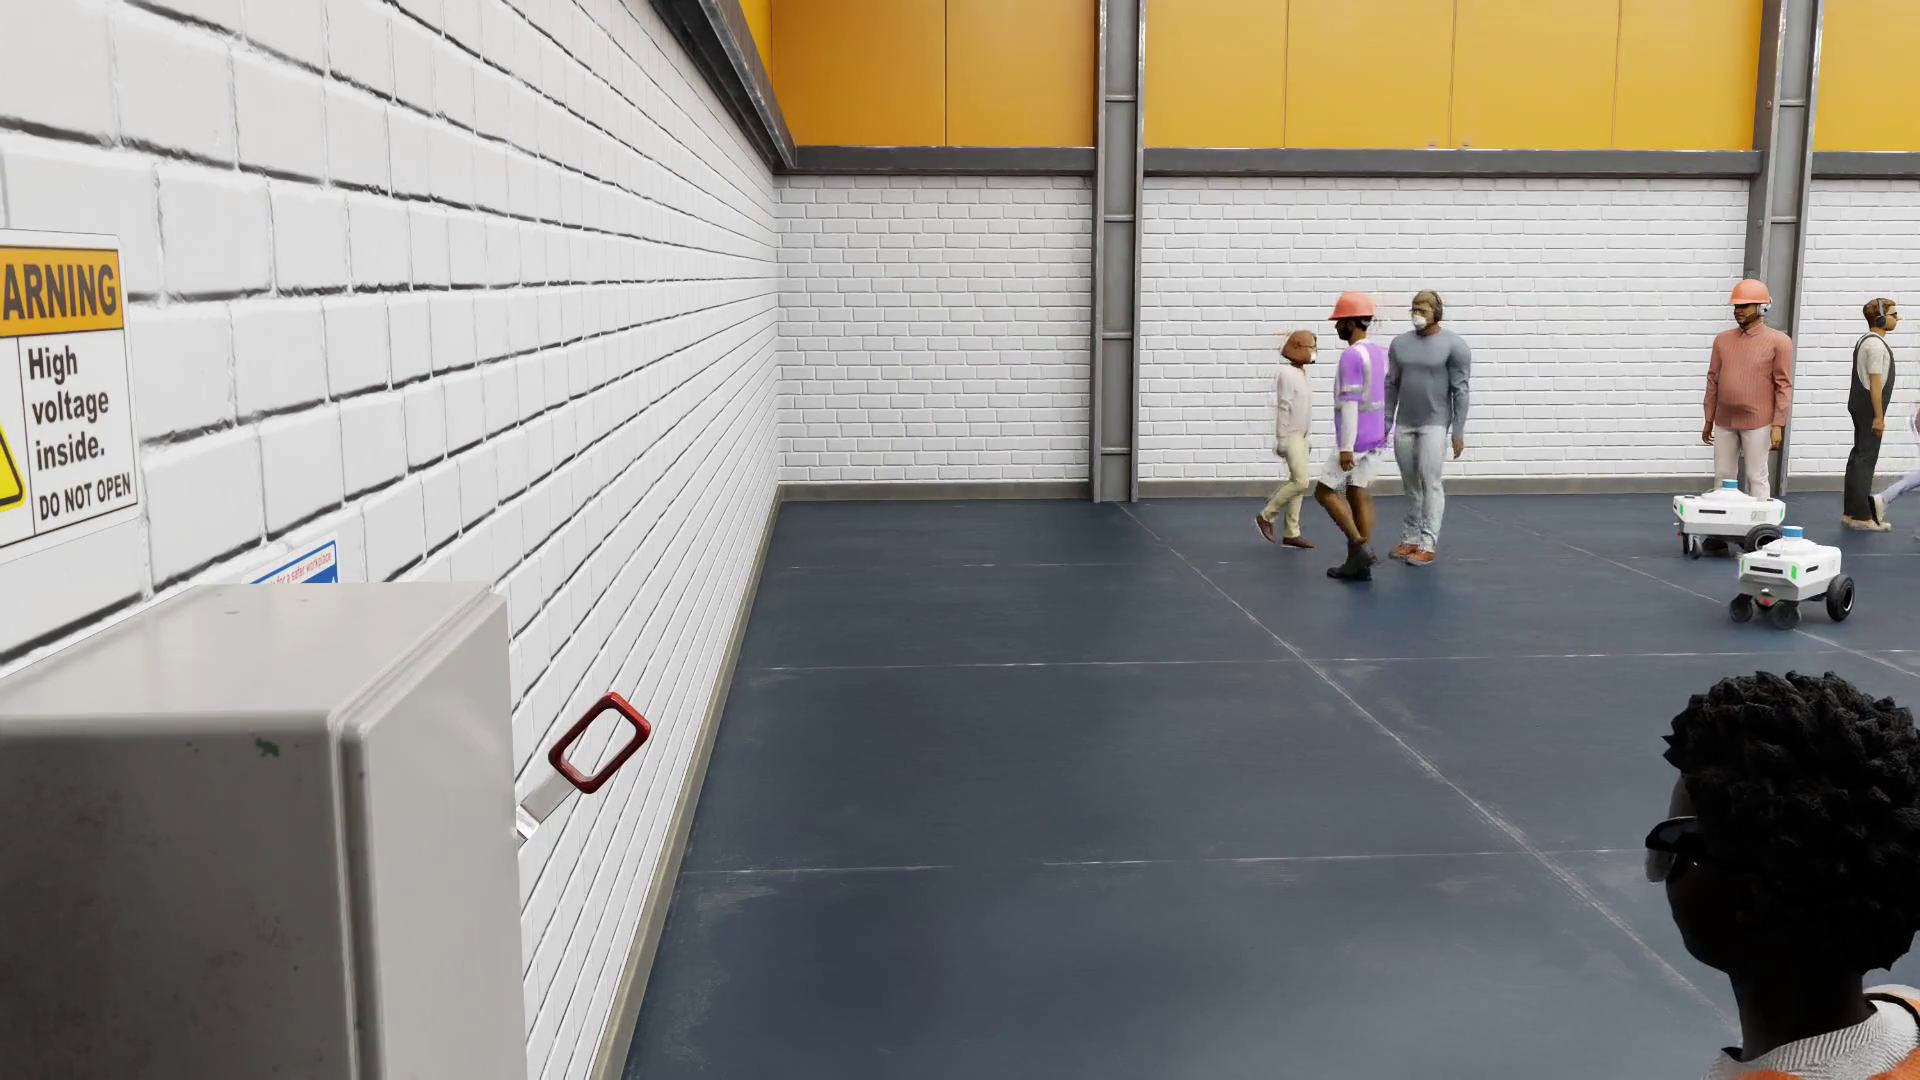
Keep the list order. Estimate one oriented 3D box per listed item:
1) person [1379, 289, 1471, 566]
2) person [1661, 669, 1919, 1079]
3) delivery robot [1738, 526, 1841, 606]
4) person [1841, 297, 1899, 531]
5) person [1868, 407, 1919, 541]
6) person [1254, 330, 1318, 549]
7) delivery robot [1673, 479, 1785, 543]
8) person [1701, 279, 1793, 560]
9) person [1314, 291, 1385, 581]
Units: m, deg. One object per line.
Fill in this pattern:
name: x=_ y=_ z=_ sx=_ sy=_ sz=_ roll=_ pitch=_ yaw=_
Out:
person: x=3.251 y=-0.795 z=11.716 sx=0.405 sy=1.939 sz=0.636 roll=-8 pitch=12 yaw=-40
person: x=0.700 y=0.951 z=1.460 sx=0.539 sy=1.695 sz=0.318 roll=-8 pitch=12 yaw=-43
delivery robot: x=4.838 y=0.163 z=9.693 sx=0.707 sy=0.478 sz=0.477 roll=-8 pitch=12 yaw=-42
person: x=7.260 y=-0.998 z=13.235 sx=0.346 sy=1.847 sz=0.507 roll=3 pitch=9 yaw=17
person: x=7.305 y=-0.844 z=12.565 sx=0.592 sy=1.734 sz=0.559 roll=4 pitch=10 yaw=21
person: x=2.459 y=-0.735 z=12.238 sx=0.385 sy=1.621 sz=0.508 roll=5 pitch=11 yaw=31
delivery robot: x=5.501 y=-0.192 z=11.918 sx=0.707 sy=0.478 sz=0.477 roll=3 pitch=9 yaw=17
person: x=5.571 y=-0.850 z=11.838 sx=0.384 sy=1.993 sz=0.622 roll=-6 pitch=11 yaw=-32
person: x=2.576 y=-0.671 z=10.952 sx=0.410 sy=1.917 sz=0.567 roll=6 pitch=11 yaw=33
